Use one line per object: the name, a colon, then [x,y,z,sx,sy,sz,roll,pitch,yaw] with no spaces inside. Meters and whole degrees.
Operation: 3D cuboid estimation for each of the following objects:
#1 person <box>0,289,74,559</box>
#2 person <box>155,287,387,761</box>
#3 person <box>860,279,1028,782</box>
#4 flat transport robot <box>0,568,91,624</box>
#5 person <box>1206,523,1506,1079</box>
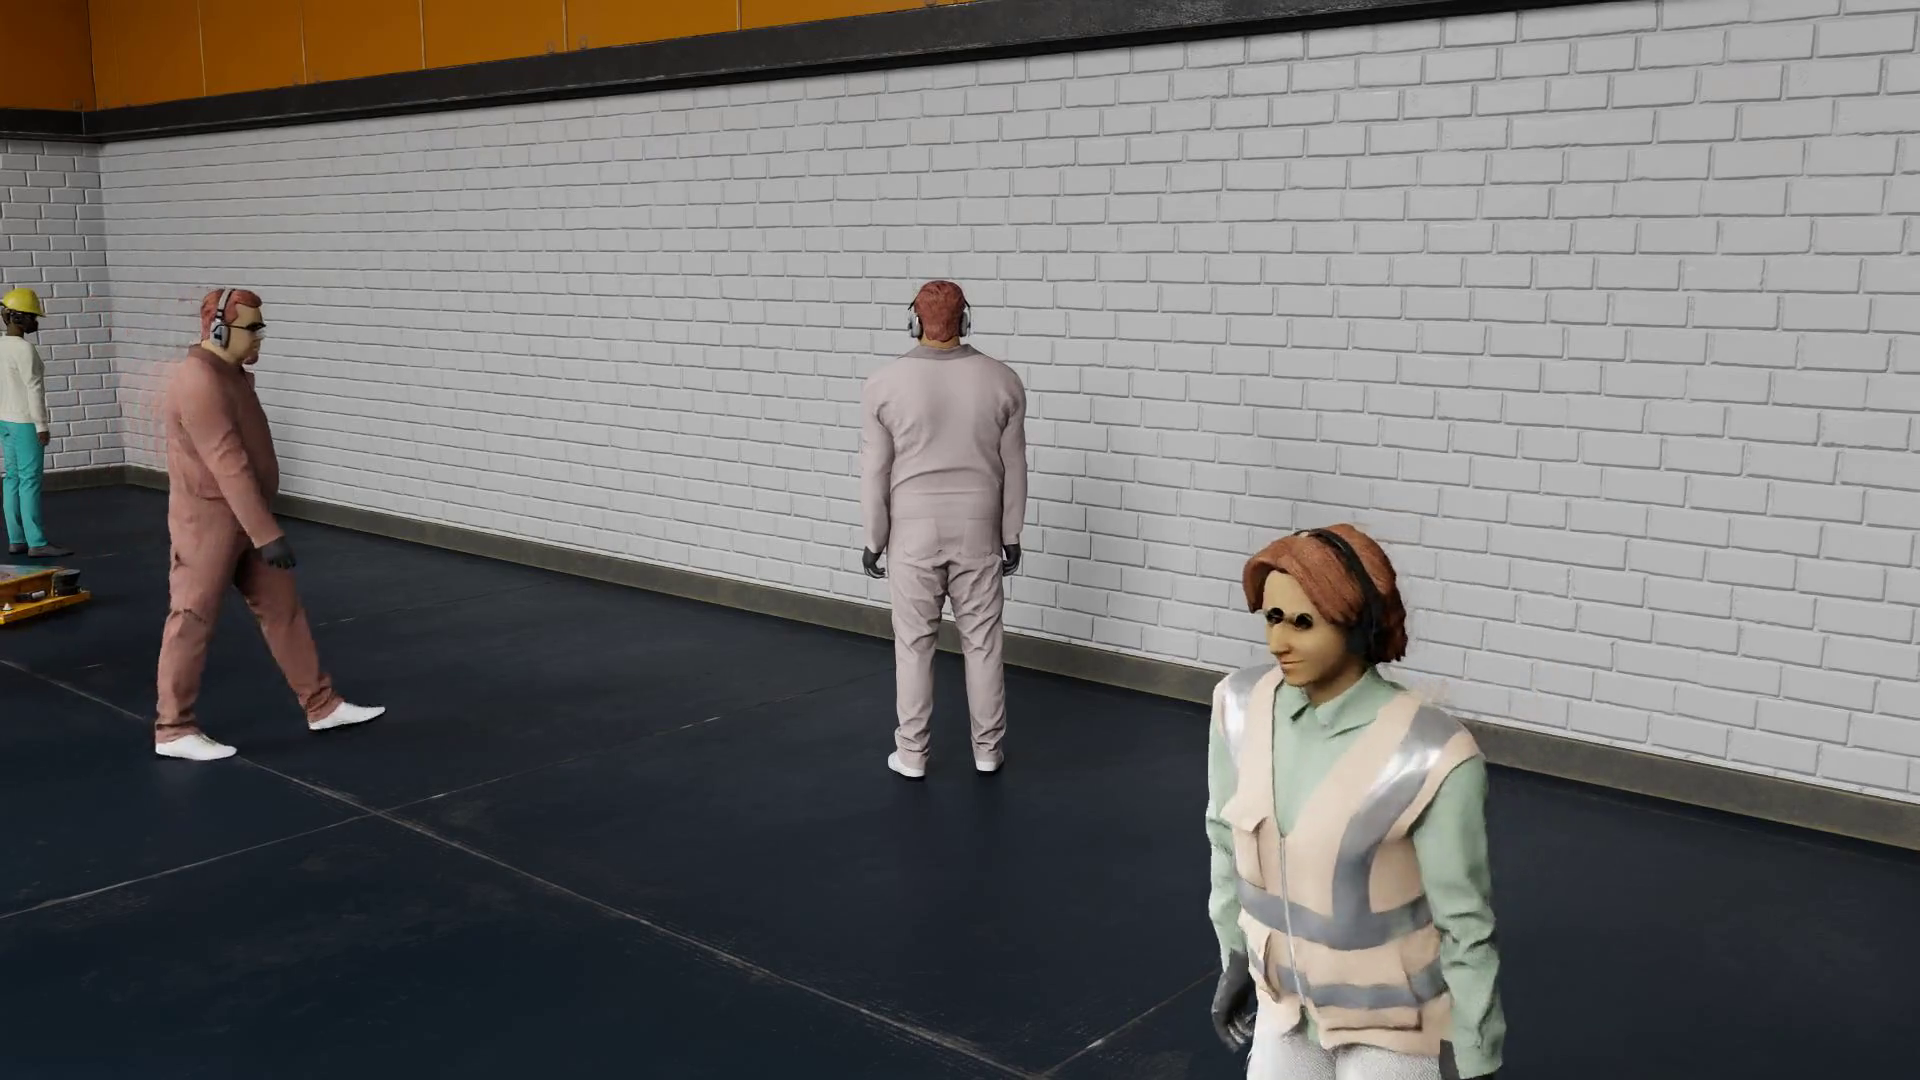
person: [-6.122,-0.760,10.914,0.525,1.759,0.337,8,13,39]
person: [-2.779,-0.048,6.559,0.948,1.861,0.646,-2,10,-9]
person: [-0.065,-0.028,6.329,0.638,1.906,0.408,-2,10,-9]
flat transport robot: [-5.672,0.283,9.204,1.431,0.197,0.652,2,10,11]
person: [0.675,0.752,2.697,0.542,1.612,0.536,-7,12,-34]
